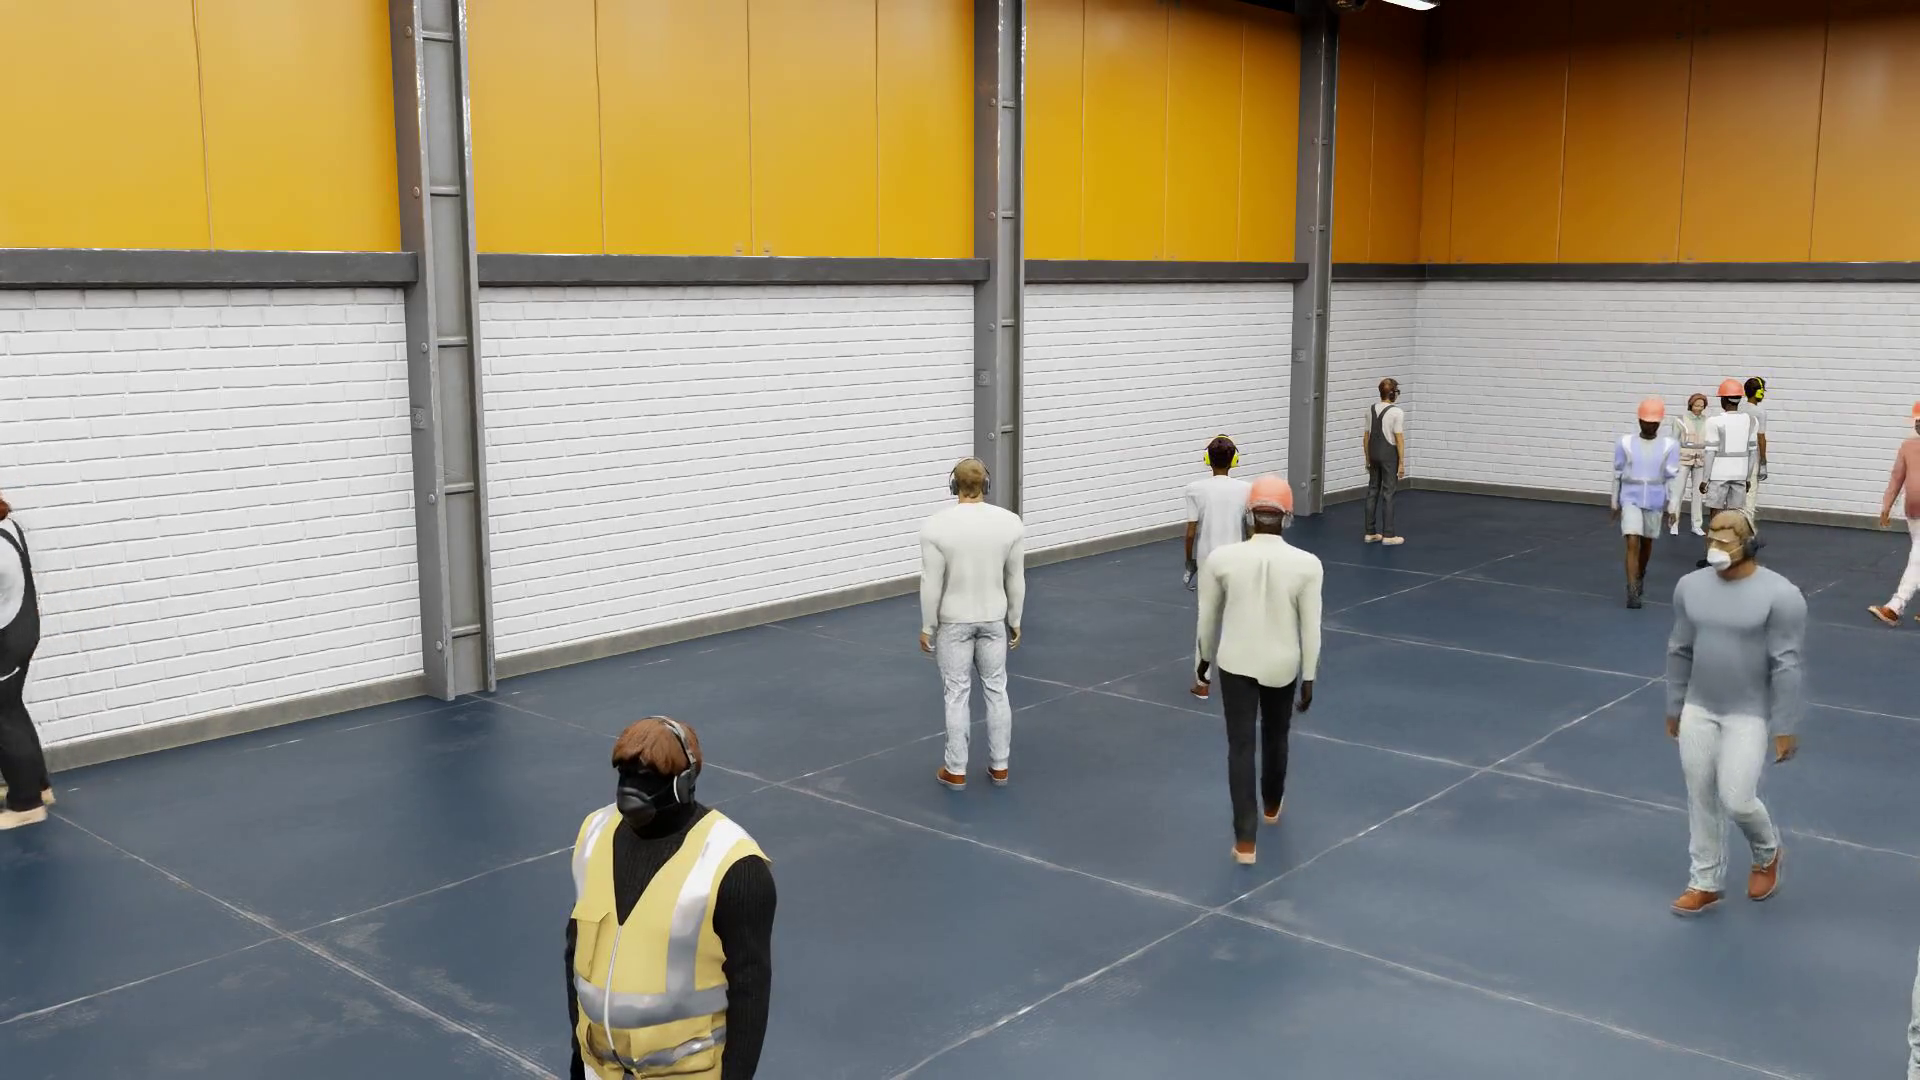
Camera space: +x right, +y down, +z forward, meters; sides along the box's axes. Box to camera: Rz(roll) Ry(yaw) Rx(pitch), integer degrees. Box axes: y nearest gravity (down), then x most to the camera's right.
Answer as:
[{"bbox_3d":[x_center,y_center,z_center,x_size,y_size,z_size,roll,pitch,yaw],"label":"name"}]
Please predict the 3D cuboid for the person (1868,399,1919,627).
[{"bbox_3d":[8.083,-0.233,14.099,0.995,1.943,0.659,-2,9,-15],"label":"person"}]

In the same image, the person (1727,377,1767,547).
[{"bbox_3d":[8.655,-0.851,18.248,0.315,1.866,0.533,-3,10,-18],"label":"person"}]

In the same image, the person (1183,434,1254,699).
[{"bbox_3d":[1.826,0.191,11.697,0.509,1.872,0.328,1,9,4],"label":"person"}]

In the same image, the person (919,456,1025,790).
[{"bbox_3d":[0.070,0.483,9.646,0.634,1.936,0.351,-3,9,-16],"label":"person"}]

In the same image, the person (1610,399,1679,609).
[{"bbox_3d":[6.231,-0.362,15.158,0.548,1.885,1.001,3,9,16],"label":"person"}]

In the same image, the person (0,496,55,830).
[{"bbox_3d":[-5.228,0.551,8.897,0.540,2.000,0.753,-3,10,-18],"label":"person"}]

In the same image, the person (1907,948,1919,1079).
[{"bbox_3d":[3.646,1.182,5.896,0.311,1.735,0.483,-1,9,-6],"label":"person"}]

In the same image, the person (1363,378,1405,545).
[{"bbox_3d":[4.705,-0.869,18.425,0.330,1.844,0.520,-7,11,-37],"label":"person"}]

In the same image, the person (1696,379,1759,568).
[{"bbox_3d":[7.737,-0.655,16.802,0.546,1.935,0.366,-1,9,-6],"label":"person"}]

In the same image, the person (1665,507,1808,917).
[{"bbox_3d":[3.572,0.800,7.695,0.504,1.925,0.644,-6,11,-32],"label":"person"}]

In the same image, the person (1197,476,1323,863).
[{"bbox_3d":[1.556,0.636,8.677,0.625,1.941,1.015,1,9,9],"label":"person"}]

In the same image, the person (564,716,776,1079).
[{"bbox_3d":[-0.794,1.367,4.401,0.627,1.844,0.429,5,10,26],"label":"person"}]

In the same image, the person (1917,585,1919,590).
[{"bbox_3d":[9.238,-0.446,15.516,0.584,1.928,0.367,4,10,24],"label":"person"}]

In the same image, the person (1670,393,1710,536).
[{"bbox_3d":[8.380,-0.864,19.045,0.511,1.638,0.308,1,9,5],"label":"person"}]
